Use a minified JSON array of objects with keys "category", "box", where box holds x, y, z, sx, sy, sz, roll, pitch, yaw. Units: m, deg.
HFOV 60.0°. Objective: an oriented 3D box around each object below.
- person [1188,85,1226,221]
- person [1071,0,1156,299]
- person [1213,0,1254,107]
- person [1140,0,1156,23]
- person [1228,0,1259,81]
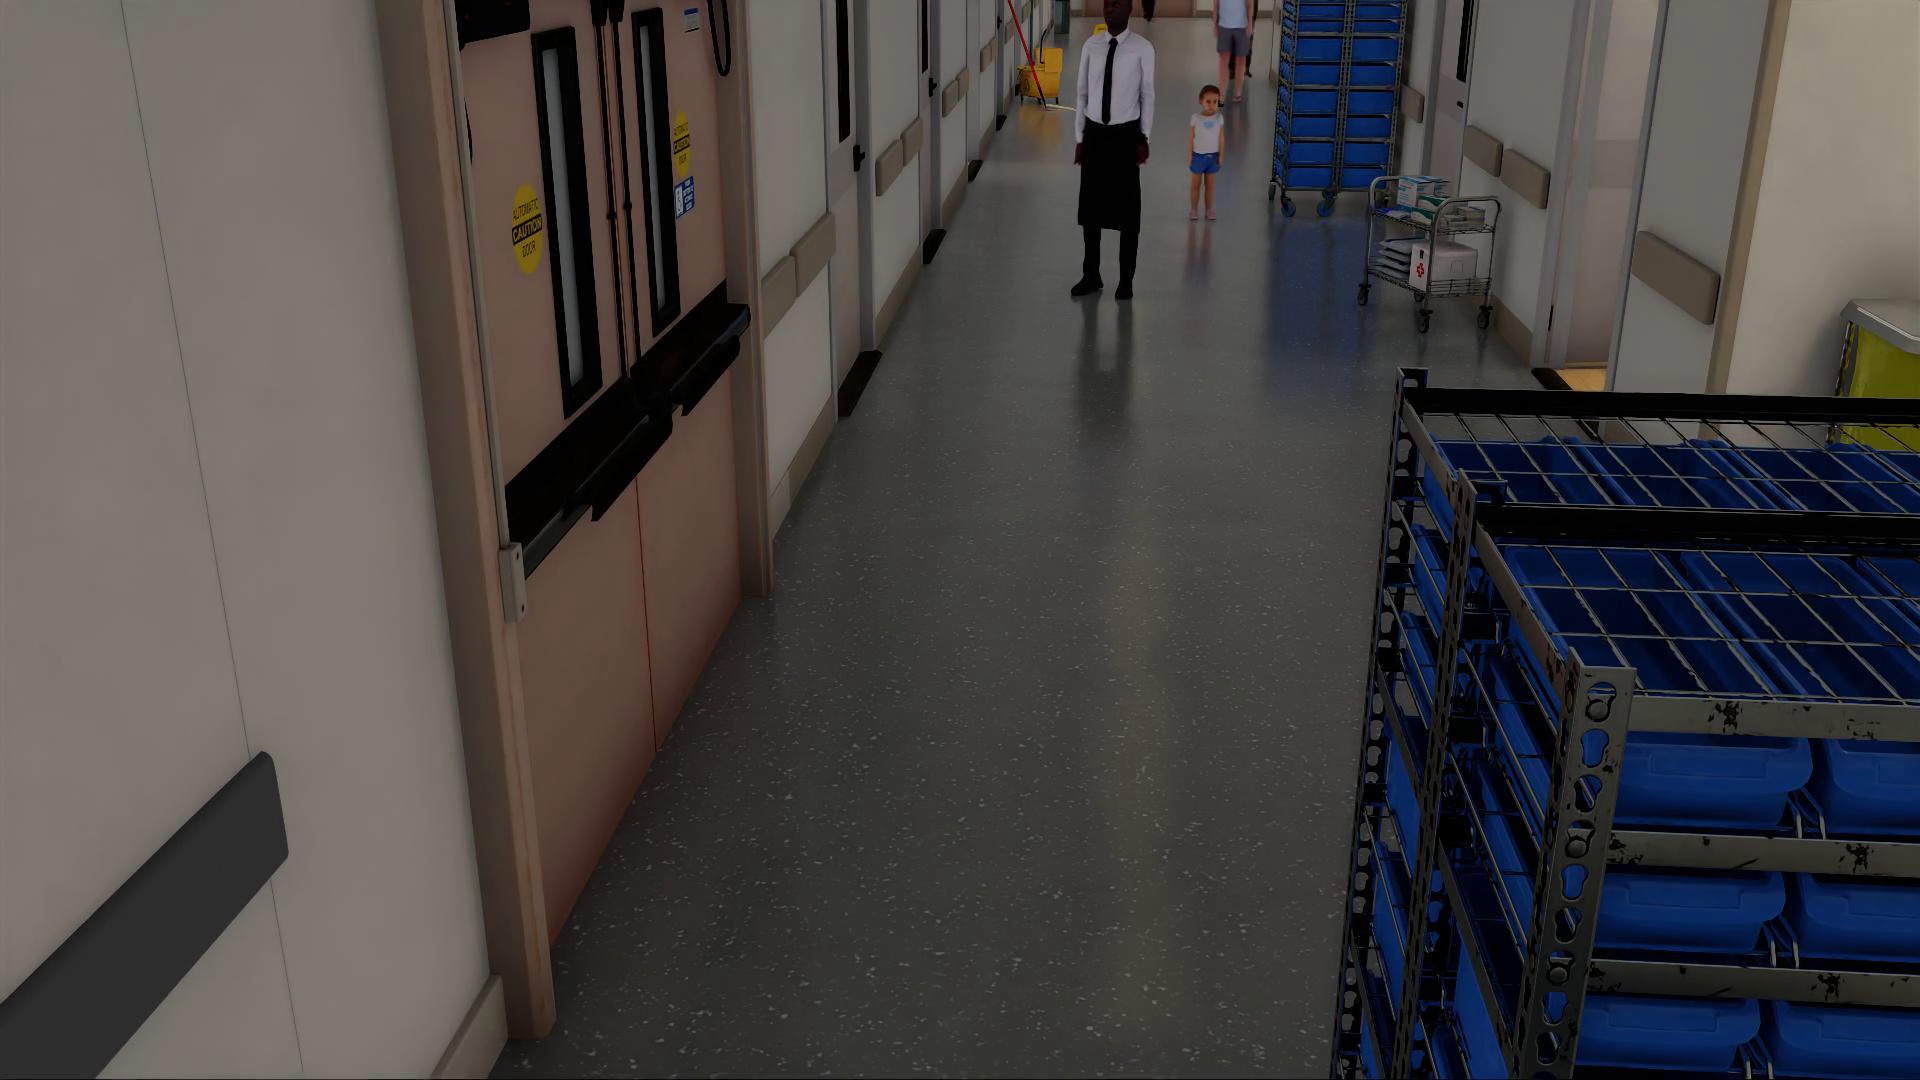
[{"category":"person","box":[1.878,-2.968,12.738,0.423,1.019,0.445,1,21,2]},{"category":"person","box":[0.936,-2.416,10.126,0.698,1.836,0.642,8,22,21]},{"category":"person","box":[3.324,-6.147,20.037,0.782,1.793,1.192,5,21,14]},{"category":"person","box":[4.000,-11.771,35.097,0.633,1.645,0.801,0,21,-1]},{"category":"person","box":[3.892,-7.309,23.225,0.761,1.708,0.831,8,22,19]}]
